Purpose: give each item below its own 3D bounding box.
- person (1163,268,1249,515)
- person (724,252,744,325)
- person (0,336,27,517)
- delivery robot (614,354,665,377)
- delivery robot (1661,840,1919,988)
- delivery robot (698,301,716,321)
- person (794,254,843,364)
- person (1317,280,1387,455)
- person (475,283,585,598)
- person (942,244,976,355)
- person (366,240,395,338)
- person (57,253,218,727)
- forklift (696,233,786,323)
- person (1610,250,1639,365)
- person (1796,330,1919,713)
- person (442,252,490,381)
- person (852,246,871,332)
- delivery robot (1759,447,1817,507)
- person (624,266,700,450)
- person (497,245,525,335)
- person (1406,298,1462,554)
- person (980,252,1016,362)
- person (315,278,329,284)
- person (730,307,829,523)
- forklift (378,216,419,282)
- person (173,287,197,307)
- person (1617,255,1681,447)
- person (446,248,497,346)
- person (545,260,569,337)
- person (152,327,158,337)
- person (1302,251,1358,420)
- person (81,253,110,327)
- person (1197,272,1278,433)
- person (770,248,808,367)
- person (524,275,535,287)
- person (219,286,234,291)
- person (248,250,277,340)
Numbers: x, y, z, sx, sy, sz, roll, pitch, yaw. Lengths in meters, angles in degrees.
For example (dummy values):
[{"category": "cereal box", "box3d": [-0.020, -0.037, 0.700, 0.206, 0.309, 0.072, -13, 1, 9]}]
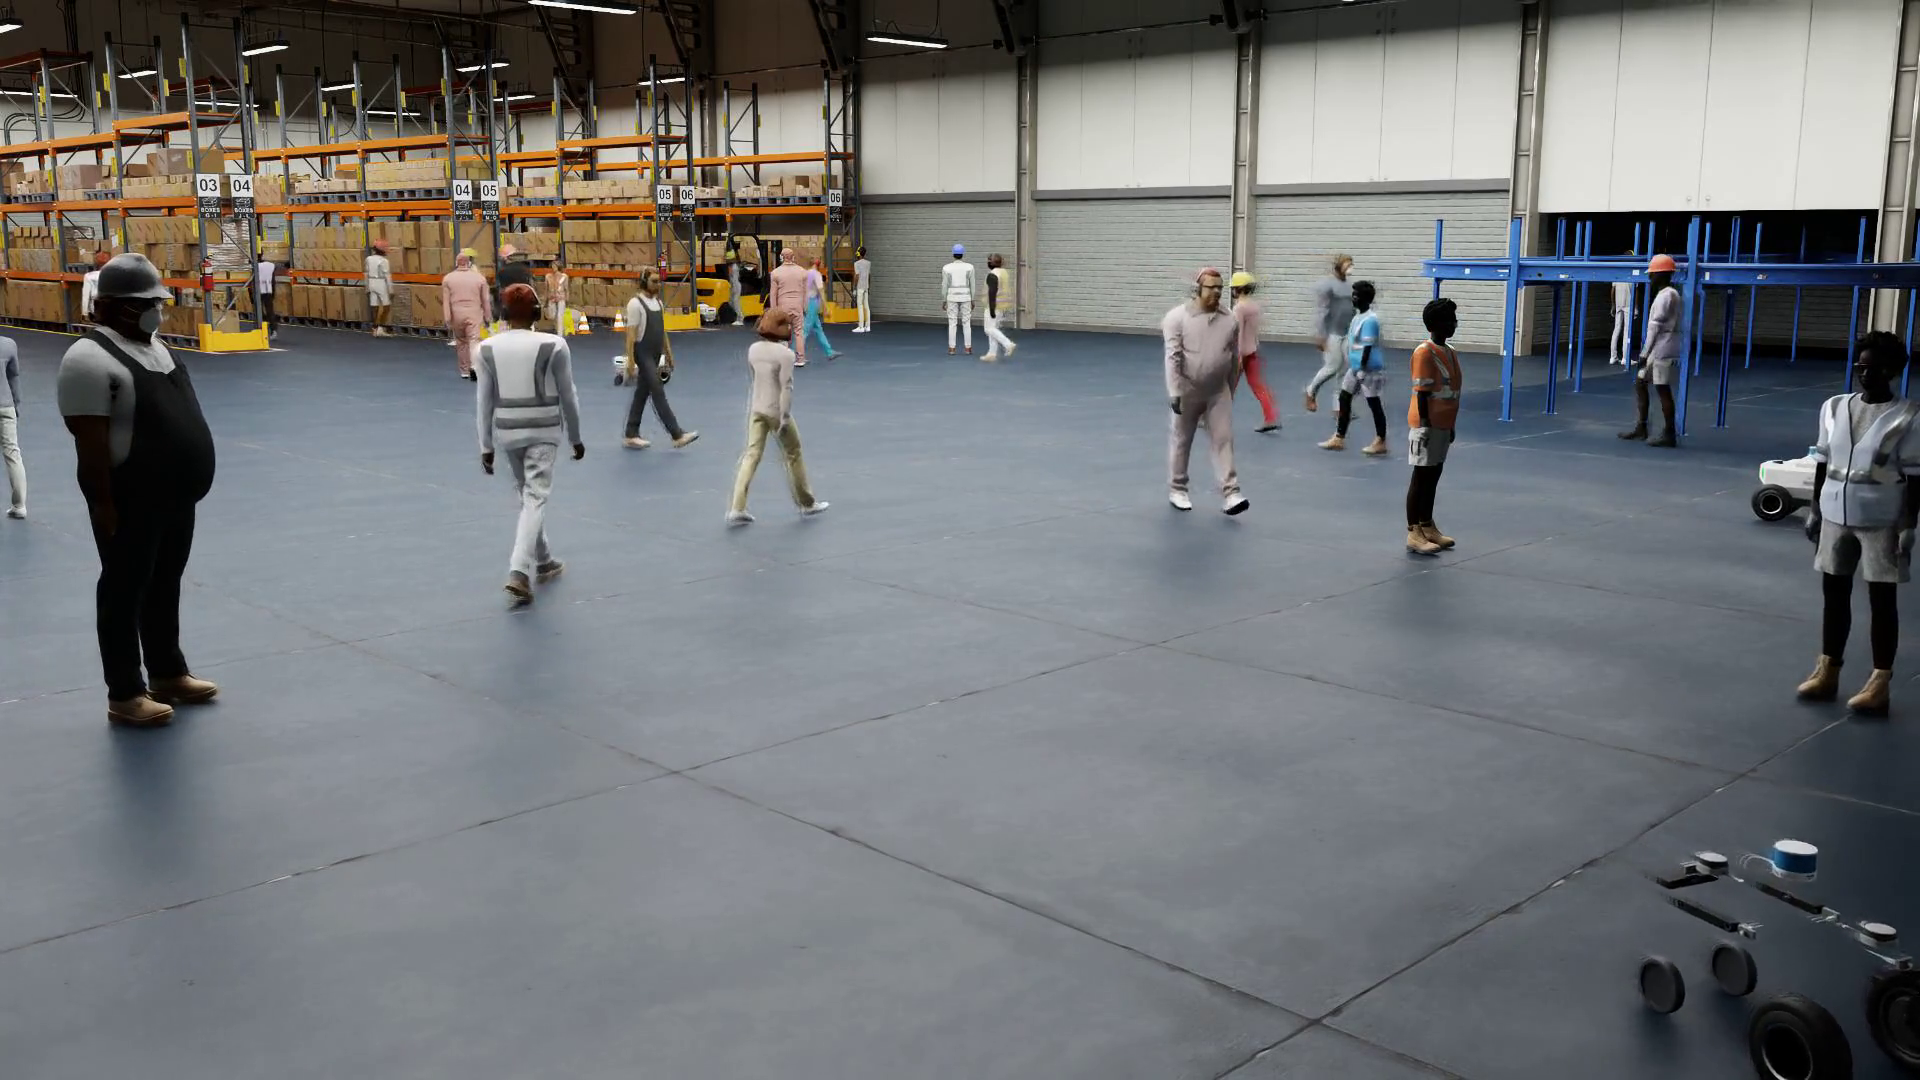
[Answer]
[{"category": "person", "box3d": [1.863, -1.113, 12.604, 0.644, 1.860, 0.977, -2, 11, -12]}, {"category": "person", "box3d": [-5.346, -5.951, 39.329, 0.407, 1.721, 0.503, -3, 11, -15]}, {"category": "person", "box3d": [-7.204, -0.955, 12.345, 0.284, 1.633, 0.500, 5, 11, 24]}, {"category": "delivery robot", "box3d": [-4.573, -2.530, 23.739, 0.477, 0.478, 0.707, 10, 14, 43]}, {"category": "delivery robot", "box3d": [2.161, 0.902, 4.313, 0.335, 0.223, 0.699, -4, 11, -22]}, {"category": "delivery robot", "box3d": [-6.118, -5.448, 39.653, 0.477, 0.478, 0.707, -8, 13, -38]}, {"category": "person", "box3d": [-2.381, -3.839, 27.649, 0.959, 1.787, 0.624, -5, 11, -23]}, {"category": "person", "box3d": [3.799, -1.652, 16.010, 0.767, 1.665, 0.547, 0, 10, -2]}, {"category": "person", "box3d": [-2.581, -0.599, 9.874, 0.572, 1.842, 1.009, 2, 11, 10]}, {"category": "person", "box3d": [-0.022, -4.286, 29.650, 0.604, 1.949, 0.389, -1, 10, -3]}, {"category": "person", "box3d": [-11.993, -5.158, 34.297, 0.688, 2.001, 0.446, 5, 12, 27]}, {"category": "person", "box3d": [-3.556, -0.216, 7.324, 0.536, 2.000, 0.688, 1, 10, 5]}, {"category": "forklift", "box3d": [-5.496, -6.489, 41.108, 2.313, 2.155, 1.214, -10, 14, -44]}, {"category": "person", "box3d": [10.951, -3.826, 27.363, 0.310, 1.868, 0.532, -6, 12, -29]}, {"category": "person", "box3d": [4.059, -0.089, 7.458, 0.323, 1.699, 0.535, -6, 12, -28]}, {"category": "person", "box3d": [-7.234, -3.279, 24.399, 0.654, 1.871, 0.937, -3, 11, -15]}, {"category": "person", "box3d": [-2.167, -5.508, 36.532, 0.328, 1.872, 0.513, 8, 13, 37]}, {"category": "delivery robot", "box3d": [6.382, -0.455, 12.422, 0.707, 0.478, 0.477, 8, 13, 36]}, {"category": "person", "box3d": [-2.974, -1.781, 16.392, 0.932, 1.797, 0.537, 4, 11, 20]}, {"category": "person", "box3d": [-7.277, -3.765, 26.813, 0.989, 1.947, 0.641, 5, 12, 27]}, {"category": "person", "box3d": [3.184, -0.771, 11.170, 0.318, 1.697, 0.534, 7, 13, 34]}, {"category": "person", "box3d": [0.641, -3.904, 27.912, 0.604, 1.826, 0.631, 4, 11, 22]}, {"category": "person", "box3d": [-19.108, -7.901, 49.697, 0.429, 1.832, 0.648, -1, 10, -3]}, {"category": "person", "box3d": [-1.386, -0.929, 12.340, 0.504, 1.587, 0.871, 8, 13, 38]}, {"category": "forklift", "box3d": [-17.868, -9.201, 54.028, 1.873, 2.768, 1.129, -10, 14, -44]}, {"category": "person", "box3d": [-17.577, -5.599, 37.704, 0.540, 1.610, 0.591, -9, 13, -39]}, {"category": "person", "box3d": [6.957, -1.905, 16.780, 0.722, 1.914, 0.546, 5, 11, 25]}, {"category": "person", "box3d": [-9.431, -4.702, 32.151, 1.011, 1.886, 0.599, -5, 11, -25]}, {"category": "person", "box3d": [-8.023, -4.772, 33.195, 0.518, 1.623, 0.494, 2, 11, 11]}, {"category": "person", "box3d": [-10.791, -2.706, 21.900, 0.313, 1.635, 0.517, 6, 12, 31]}, {"category": "person", "box3d": [4.327, -2.358, 19.185, 0.646, 1.925, 0.619, -8, 13, -38]}, {"category": "person", "box3d": [-13.396, -3.568, 26.056, 0.986, 1.834, 0.589, 10, 14, 43]}, {"category": "person", "box3d": [3.044, -2.020, 17.933, 0.922, 1.719, 0.544, 6, 12, 32]}, {"category": "person", "box3d": [-2.766, -3.742, 26.837, 0.635, 1.899, 0.399, -4, 11, -23]}, {"category": "person", "box3d": [-12.528, -7.639, 47.967, 0.552, 1.935, 0.366, -8, 13, -37]}, {"category": "person", "box3d": [-20.260, -7.238, 46.128, 0.890, 1.815, 0.624, 3, 11, 15]}, {"category": "person", "box3d": [-14.193, -5.020, 33.850, 0.589, 1.882, 0.943, -8, 13, -36]}]
